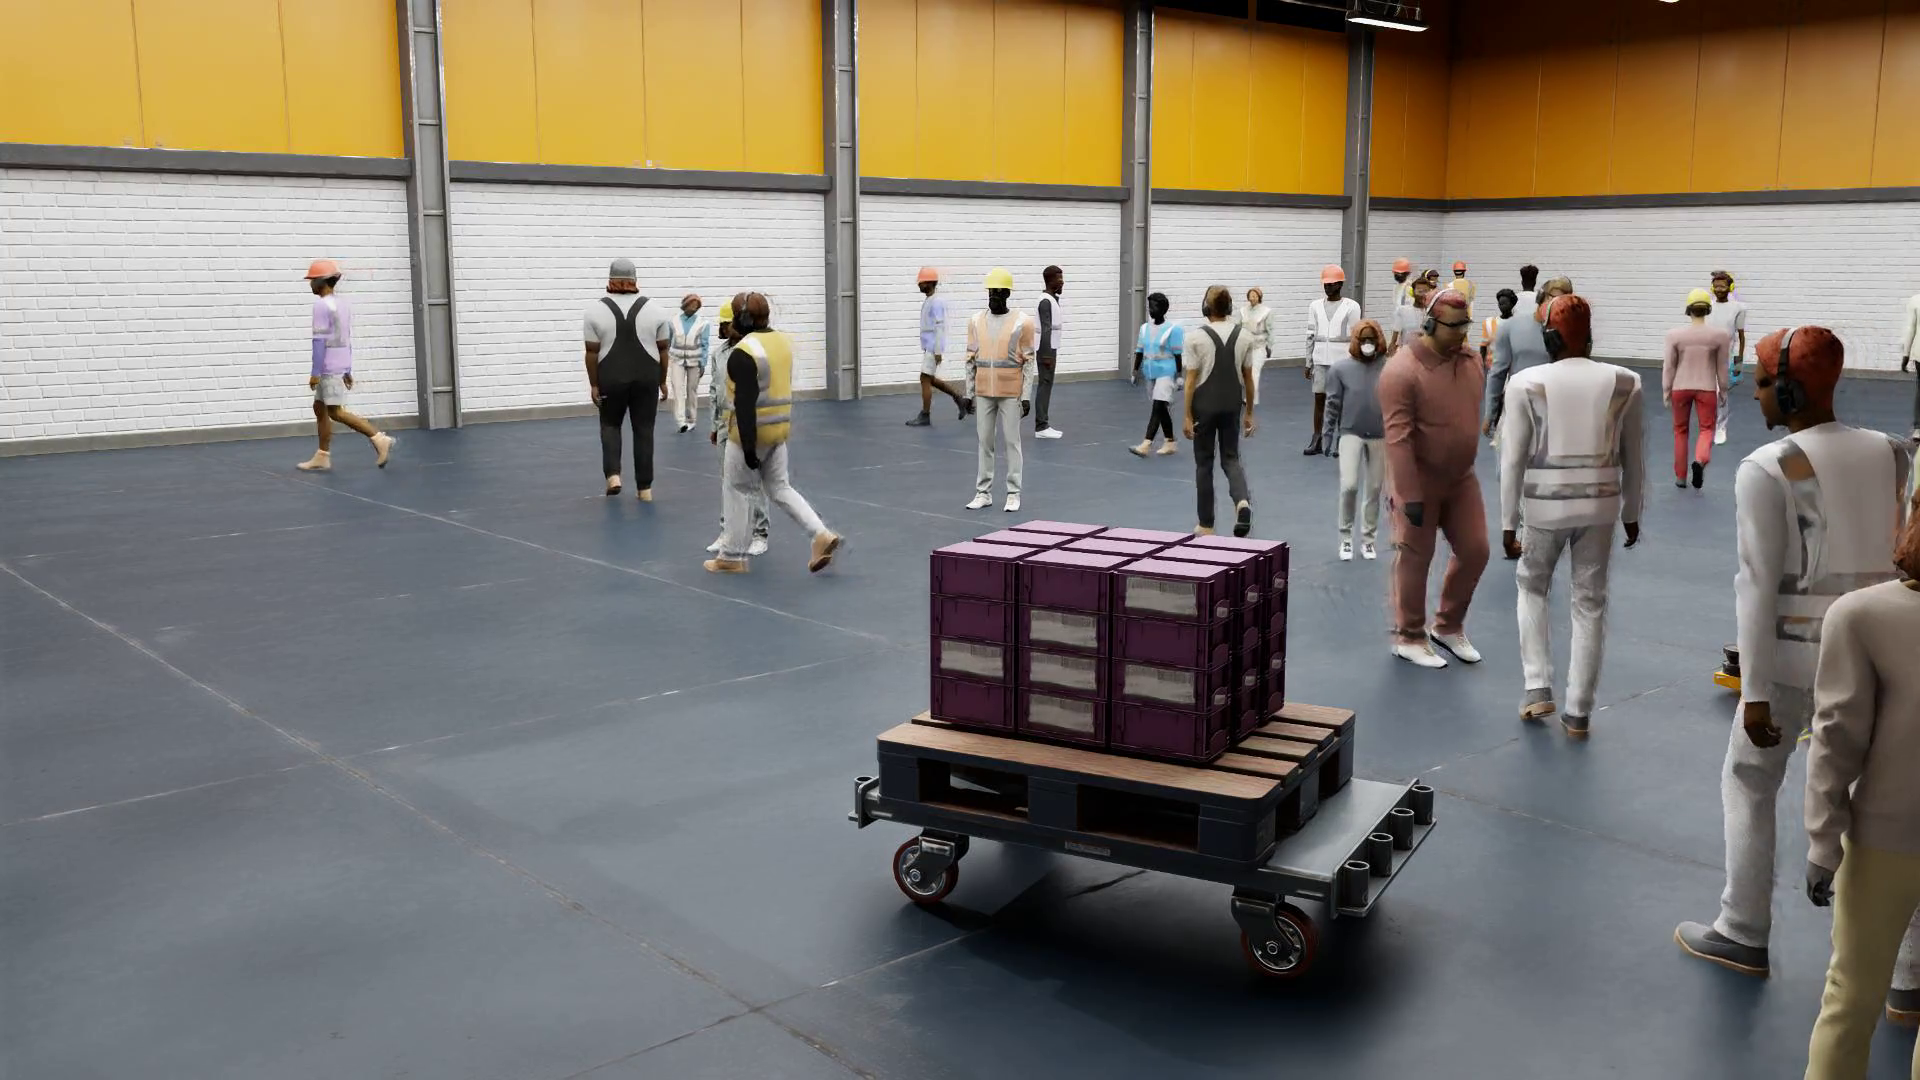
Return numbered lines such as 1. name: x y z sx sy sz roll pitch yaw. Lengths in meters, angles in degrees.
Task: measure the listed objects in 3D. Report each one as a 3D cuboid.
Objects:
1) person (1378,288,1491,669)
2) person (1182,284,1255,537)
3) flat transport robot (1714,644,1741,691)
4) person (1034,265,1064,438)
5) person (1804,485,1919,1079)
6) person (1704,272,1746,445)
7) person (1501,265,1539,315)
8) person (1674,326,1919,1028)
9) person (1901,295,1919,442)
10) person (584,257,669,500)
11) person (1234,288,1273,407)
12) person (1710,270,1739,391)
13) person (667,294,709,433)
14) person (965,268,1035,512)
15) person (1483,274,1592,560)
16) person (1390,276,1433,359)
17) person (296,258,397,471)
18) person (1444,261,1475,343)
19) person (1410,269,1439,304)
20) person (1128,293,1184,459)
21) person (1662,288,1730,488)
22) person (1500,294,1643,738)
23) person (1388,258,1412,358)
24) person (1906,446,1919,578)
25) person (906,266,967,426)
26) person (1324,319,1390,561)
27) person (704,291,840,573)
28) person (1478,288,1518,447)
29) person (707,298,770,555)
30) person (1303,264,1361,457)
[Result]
1. person: 2.307 -0.282 8.085 0.683 1.873 0.489 -5 11 -27
2. person: 1.846 -0.888 11.757 0.510 1.833 0.615 -2 10 -11
3. flat transport robot: 4.208 0.638 7.379 0.652 0.197 1.431 -8 13 -41
4. person: 0.978 -2.102 18.607 0.386 1.918 0.590 1 10 8
5. person: 1.982 0.639 3.390 0.507 1.632 0.274 1 10 5
6. person: 8.098 -1.938 17.859 0.518 1.849 0.511 9 13 42
7. person: 6.768 -2.329 19.937 0.626 1.925 0.916 4 10 21
8. person: 2.357 0.355 4.497 0.599 1.838 0.687 -3 10 -17
9. person: 10.392 -1.965 17.644 0.567 1.967 0.648 -9 13 -43
10. person: -2.757 -1.346 13.822 0.695 2.000 0.538 -2 10 -13
11. person: 3.860 -2.544 22.136 0.517 1.601 0.835 7 12 35
12. person: 11.219 -3.064 24.514 0.438 1.822 0.613 0 10 1
13. person: -3.139 -2.003 18.985 0.566 1.578 0.844 -1 10 -4
14. person: 0.306 -1.189 13.225 0.588 1.930 0.364 4 11 23
15. person: 3.888 -0.834 11.209 0.660 1.908 0.656 5 11 27
16. person: 4.787 -1.860 17.521 0.523 1.812 1.019 2 10 12
17. person: -5.795 -1.627 15.571 0.890 2.009 0.609 -1 10 -6
18. person: 8.818 -3.963 29.458 0.543 1.932 0.376 1 10 3
19. person: 6.004 -2.573 21.587 0.503 1.849 0.371 -8 13 -39
20. person: 1.933 -1.638 16.650 0.861 1.650 0.552 -8 13 -39
21. person: 6.327 -1.293 14.334 0.535 1.747 0.654 4 11 24
22. person: 2.597 -0.104 7.071 0.614 1.860 0.526 2 10 10
23. person: 6.699 -3.239 25.046 0.667 1.986 0.631 -3 10 -16
24. person: 3.588 0.166 5.759 0.591 1.779 0.970 9 13 42
25. person: -0.252 -2.312 19.876 0.764 1.918 0.549 -2 10 -12
26. person: 2.689 -0.652 11.004 0.531 1.609 0.521 1 10 6
27. person: -1.220 -0.663 10.502 0.854 1.817 0.626 5 11 25
28. person: 5.705 -1.795 17.486 0.540 1.683 0.463 8 13 40
29. person: -1.497 -0.764 11.294 0.486 1.740 0.313 5 11 26
30. person: 3.751 -1.807 16.819 0.553 1.935 0.362 6 11 31
